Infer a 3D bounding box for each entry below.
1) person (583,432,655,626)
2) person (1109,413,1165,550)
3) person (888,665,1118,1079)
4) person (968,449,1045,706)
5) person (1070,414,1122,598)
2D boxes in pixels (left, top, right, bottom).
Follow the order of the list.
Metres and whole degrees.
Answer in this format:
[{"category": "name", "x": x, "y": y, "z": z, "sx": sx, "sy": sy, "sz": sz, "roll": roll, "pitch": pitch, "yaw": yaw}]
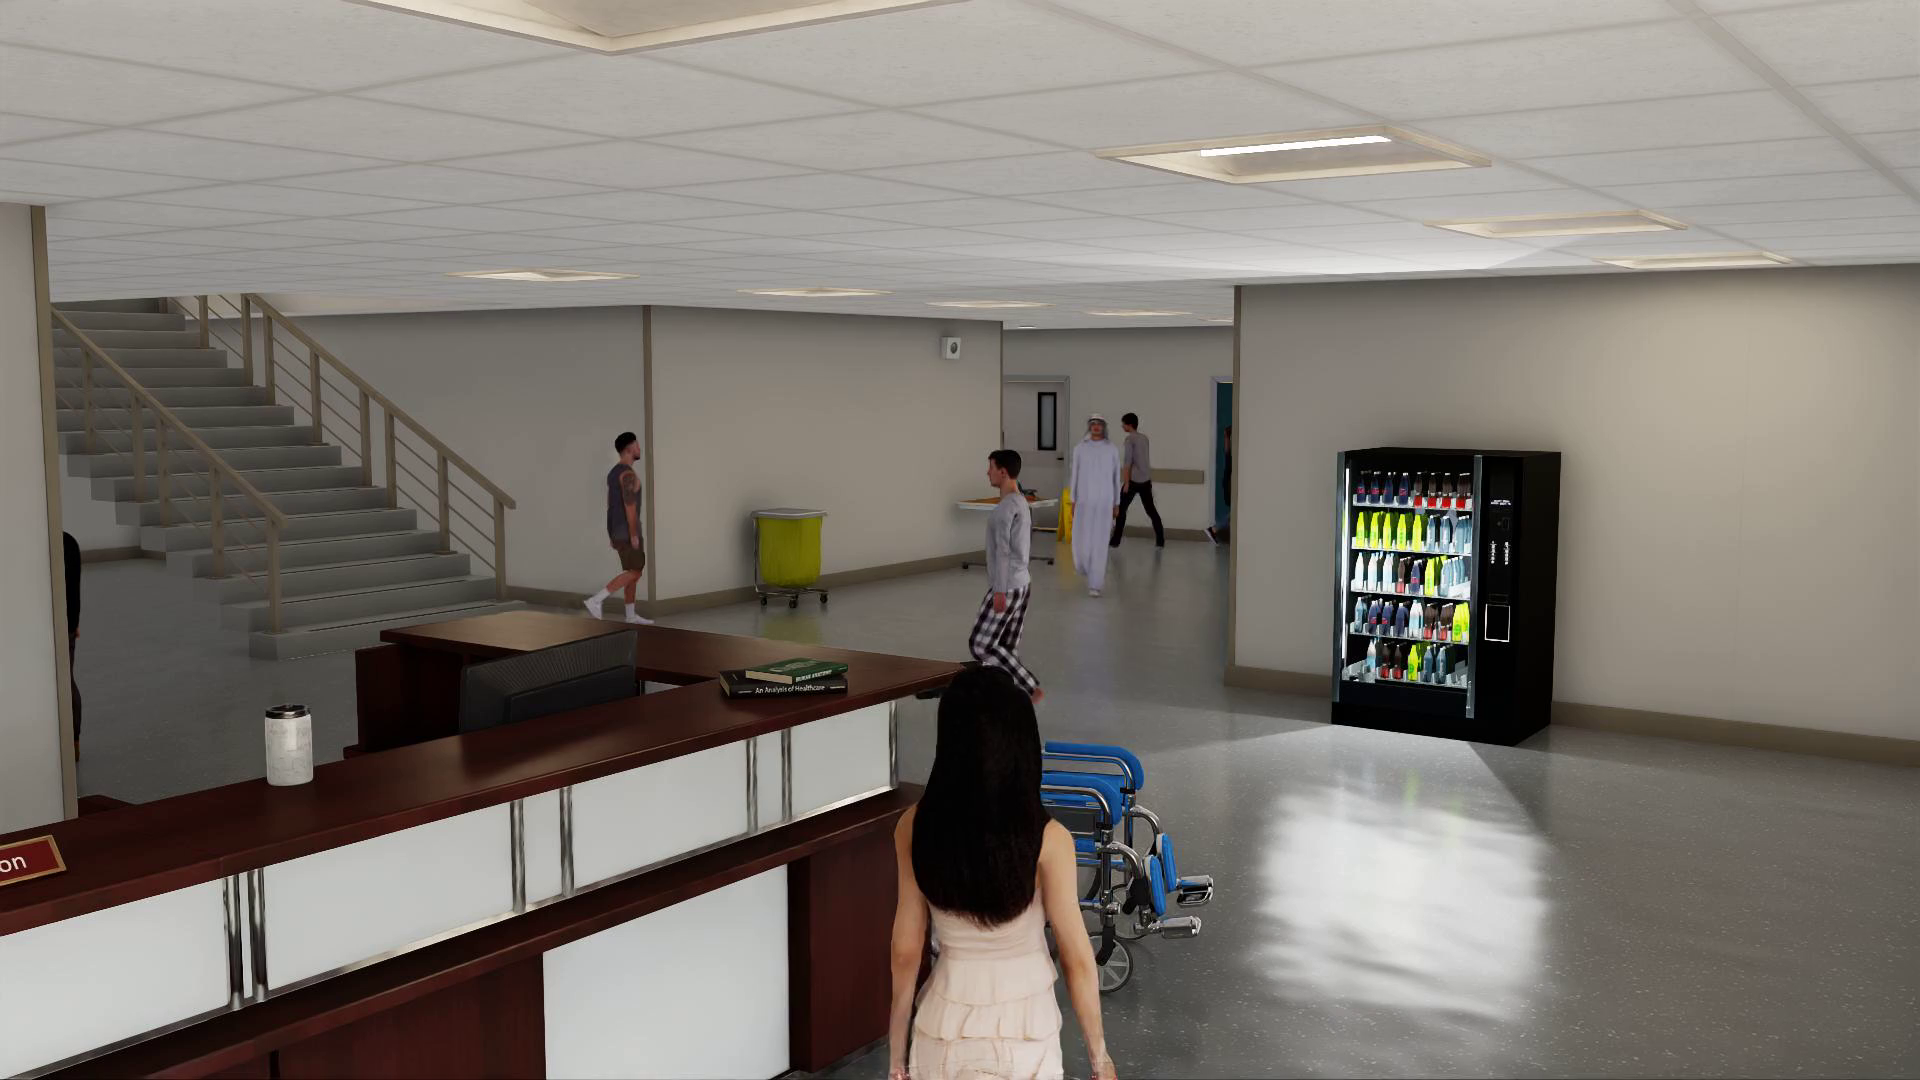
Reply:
[{"category": "person", "x": -3.144, "y": -0.065, "z": 15.248, "sx": 0.957, "sy": 1.828, "sz": 0.980, "roll": -3, "pitch": 7, "yaw": -29}, {"category": "person", "x": 2.394, "y": -0.745, "z": 21.883, "sx": 0.848, "sy": 1.797, "sz": 1.074, "roll": -5, "pitch": 8, "yaw": -43}, {"category": "person", "x": 0.014, "y": 1.157, "z": 3.475, "sx": 0.977, "sy": 1.696, "sz": 0.701, "roll": 3, "pitch": 7, "yaw": 29}, {"category": "person", "x": 0.395, "y": 0.326, "z": 11.050, "sx": 0.832, "sy": 1.833, "sz": 0.771, "roll": 1, "pitch": 6, "yaw": 14}, {"category": "person", "x": 1.425, "y": -0.371, "z": 17.594, "sx": 1.049, "sy": 1.911, "sz": 1.034, "roll": 0, "pitch": 6, "yaw": 4}]
